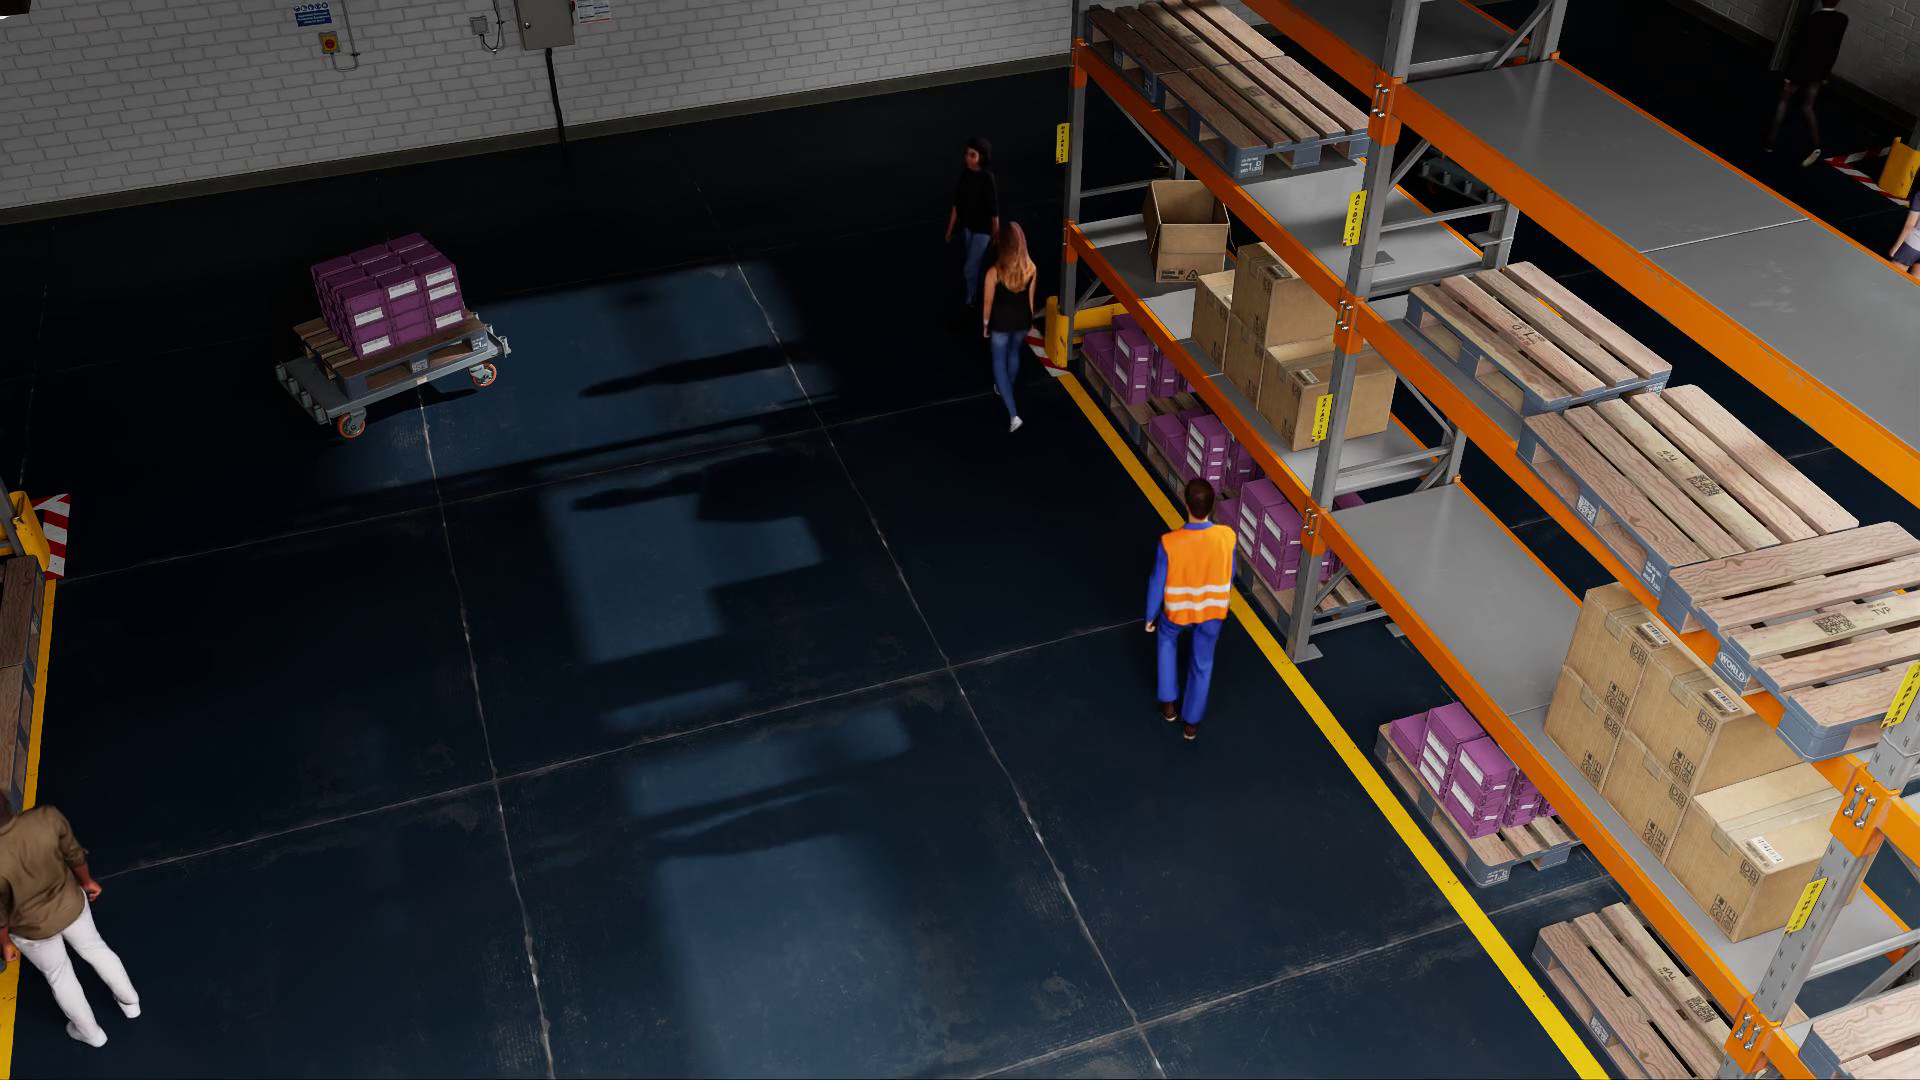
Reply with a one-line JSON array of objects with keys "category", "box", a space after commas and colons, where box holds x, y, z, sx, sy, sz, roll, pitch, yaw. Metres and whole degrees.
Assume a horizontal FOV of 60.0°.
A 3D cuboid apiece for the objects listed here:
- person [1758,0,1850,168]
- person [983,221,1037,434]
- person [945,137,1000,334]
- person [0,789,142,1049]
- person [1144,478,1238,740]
[{"category": "person", "box": [8.457, -4.581, 16.513, 0.849, 1.773, 1.170, -4, 39, -5]}, {"category": "person", "box": [0.406, -1.628, 12.875, 0.576, 1.699, 1.012, -14, 41, -16]}, {"category": "person", "box": [0.212, -2.662, 14.182, 0.811, 1.684, 0.895, -27, 46, -30]}, {"category": "person", "box": [-4.596, 1.882, 8.378, 0.801, 1.825, 0.802, 24, 44, 27]}, {"category": "person", "box": [1.428, 0.494, 10.101, 0.819, 1.844, 0.795, -1, 39, -1]}]
